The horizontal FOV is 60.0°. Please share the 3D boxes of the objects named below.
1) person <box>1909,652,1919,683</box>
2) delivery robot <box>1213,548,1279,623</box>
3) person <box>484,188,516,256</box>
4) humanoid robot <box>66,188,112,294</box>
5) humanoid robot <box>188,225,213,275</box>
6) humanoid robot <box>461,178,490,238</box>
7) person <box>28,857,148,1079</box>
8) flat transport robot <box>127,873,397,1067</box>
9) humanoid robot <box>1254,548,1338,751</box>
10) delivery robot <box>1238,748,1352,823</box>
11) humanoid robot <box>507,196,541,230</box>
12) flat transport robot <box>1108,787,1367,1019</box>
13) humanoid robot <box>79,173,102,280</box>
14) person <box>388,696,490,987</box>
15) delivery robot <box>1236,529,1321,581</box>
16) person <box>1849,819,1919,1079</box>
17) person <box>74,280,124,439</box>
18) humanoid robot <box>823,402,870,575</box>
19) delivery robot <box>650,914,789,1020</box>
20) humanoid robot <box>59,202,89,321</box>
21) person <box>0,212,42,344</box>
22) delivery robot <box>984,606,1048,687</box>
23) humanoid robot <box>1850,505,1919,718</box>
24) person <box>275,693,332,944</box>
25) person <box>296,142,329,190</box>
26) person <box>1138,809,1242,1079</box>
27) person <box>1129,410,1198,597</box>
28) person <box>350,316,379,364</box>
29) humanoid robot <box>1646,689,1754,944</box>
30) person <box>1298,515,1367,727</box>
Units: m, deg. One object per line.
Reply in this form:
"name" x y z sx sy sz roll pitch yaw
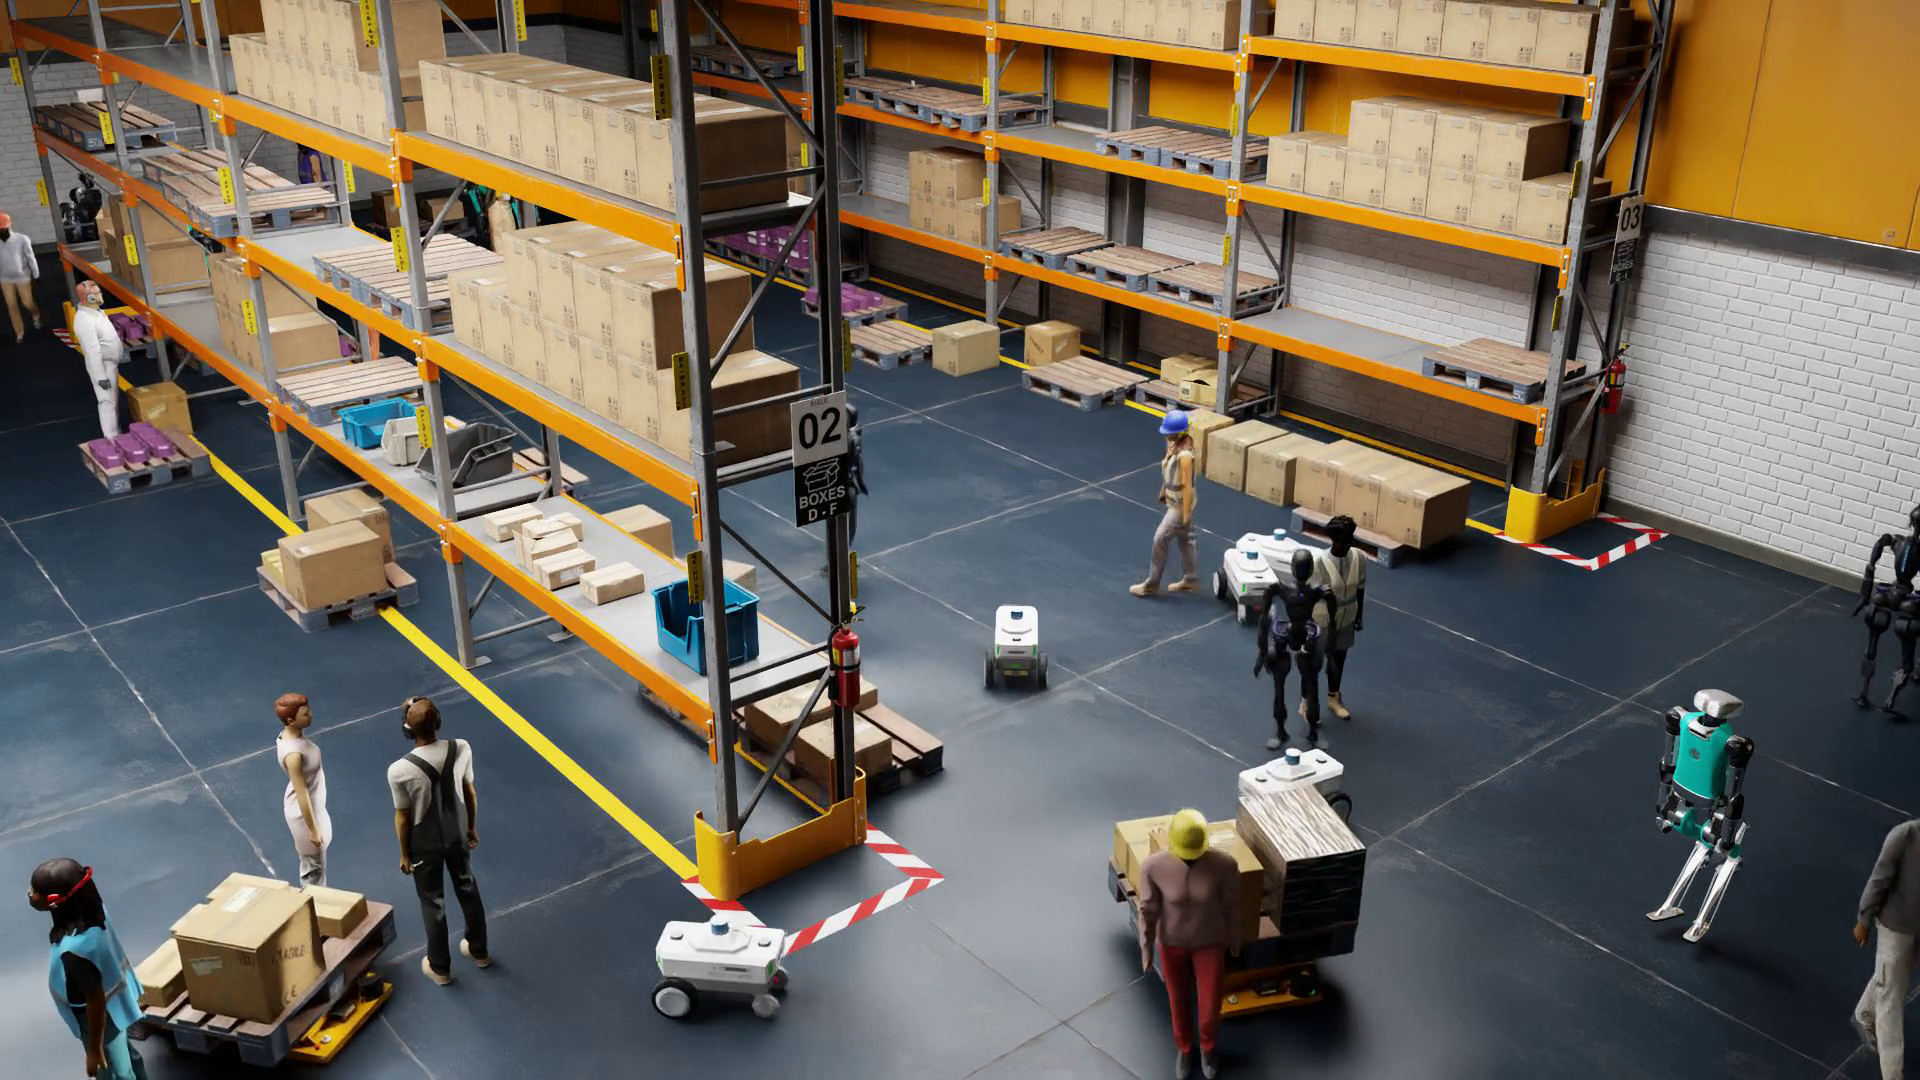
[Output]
"person" 7.807 0.258 12.963 0.547 1.926 0.379 14 27 30
"delivery robot" 2.523 0.340 14.457 0.499 0.565 0.745 -2 23 -4
"person" -6.303 -4.024 22.954 0.389 1.871 0.563 2 23 4
"humanoid robot" -12.418 -4.243 23.784 0.587 1.642 0.793 2 23 4
"humanoid robot" -10.427 -3.919 23.026 0.720 1.912 0.570 11 26 24
"humanoid robot" -7.833 -5.765 27.269 0.745 1.888 0.538 17 29 34
"person" -4.214 2.363 8.158 0.398 1.866 0.528 -9 25 -19
"flat transport robot" -4.085 2.622 9.571 1.431 0.231 0.659 6 24 14
"humanoid robot" 2.452 0.798 12.026 0.603 1.635 0.362 4 24 9
"delivery robot" 2.287 1.709 11.349 0.786 0.614 0.524 -12 26 -26
"humanoid robot" -6.930 -5.415 26.353 0.541 1.780 0.897 -13 27 -28
"flat transport robot" 1.610 2.367 10.162 0.659 0.231 1.431 -6 24 -13
"humanoid robot" -12.822 -4.619 24.630 0.795 1.621 0.584 1 23 3
"person" -3.021 1.738 9.650 0.344 1.838 0.499 20 31 39
"delivery robot" 2.818 0.194 14.841 0.805 0.601 0.499 14 27 30
"person" 5.109 2.098 8.789 0.537 1.858 0.941 -1 23 -3
"person" -9.168 -1.846 17.848 0.413 1.911 0.650 -9 25 -19
"humanoid robot" -1.037 -0.478 14.991 0.359 1.642 0.615 11 25 23
"delivery robot" -1.389 2.436 9.625 0.768 0.581 0.499 3 24 6
"humanoid robot" -12.006 -3.731 22.514 0.494 1.650 0.583 -17 29 -34
"person" -12.417 -3.476 21.842 0.593 1.728 0.547 -7 24 -16
"delivery robot" 0.454 0.837 13.366 0.499 0.612 0.815 1 23 2
"humanoid robot" 7.102 0.541 12.630 0.596 1.651 0.461 20 31 39
"person" -3.916 1.665 10.030 0.273 1.659 0.463 -9 25 -21
"person" -10.339 -5.628 26.598 0.428 1.924 0.528 -19 30 -37
"person" 1.211 2.144 8.813 0.540 1.741 0.411 4 24 8
"person" 1.796 -0.309 14.491 0.752 1.738 0.541 0 23 1
"person" -7.153 -2.703 20.028 0.504 1.758 0.343 13 27 27
"humanoid robot" 4.515 1.597 9.925 0.735 1.677 0.533 -14 27 -29
"person" 2.792 0.590 12.478 0.533 1.693 0.320 -9 25 -19
